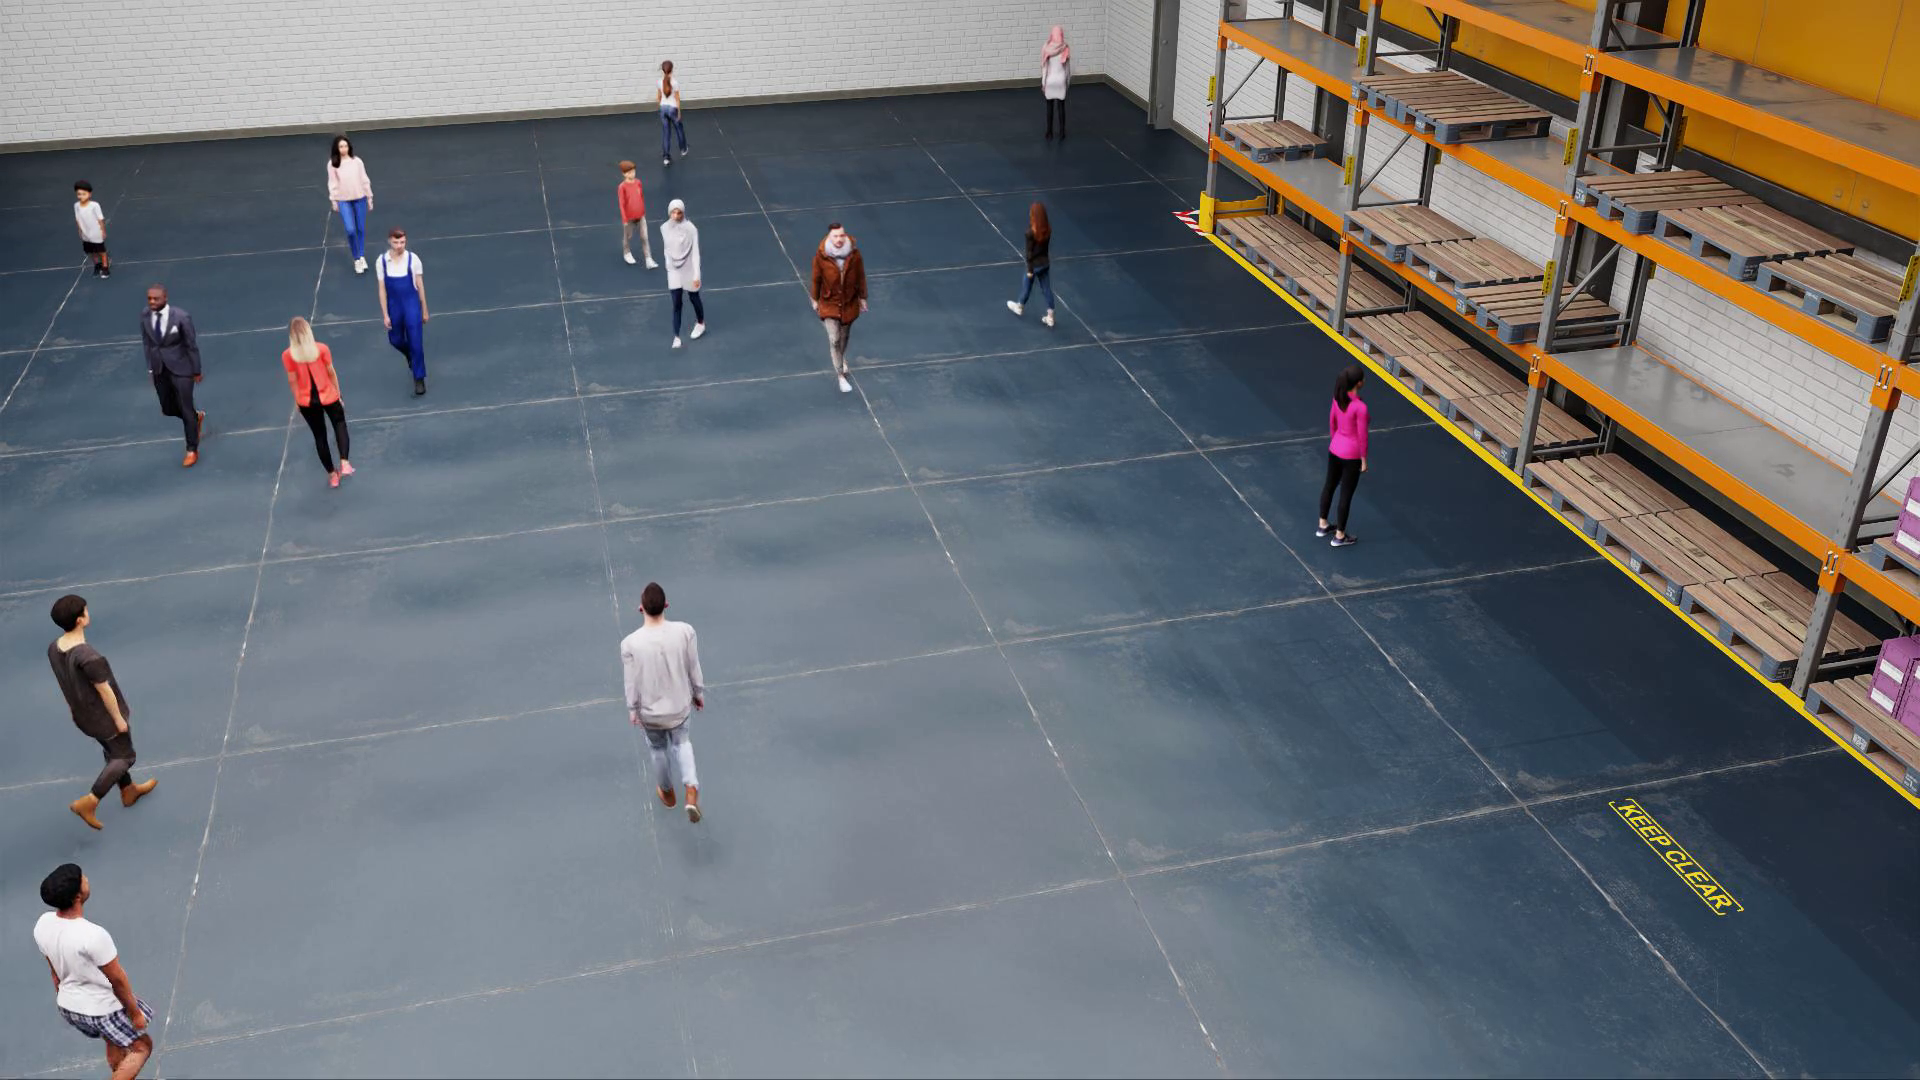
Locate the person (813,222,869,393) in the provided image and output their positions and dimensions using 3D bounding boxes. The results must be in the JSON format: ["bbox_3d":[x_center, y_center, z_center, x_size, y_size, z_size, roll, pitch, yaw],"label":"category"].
[{"bbox_3d":[-1.323,-2.568,18.015,0.795,1.796,1.150,-11,30,-19],"label":"person"}]

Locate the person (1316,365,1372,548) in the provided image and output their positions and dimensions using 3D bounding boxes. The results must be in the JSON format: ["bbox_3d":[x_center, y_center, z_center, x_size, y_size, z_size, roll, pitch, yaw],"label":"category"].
[{"bbox_3d":[3.424,-0.768,14.815,0.715,1.700,0.583,-14,32,-25],"label":"person"}]

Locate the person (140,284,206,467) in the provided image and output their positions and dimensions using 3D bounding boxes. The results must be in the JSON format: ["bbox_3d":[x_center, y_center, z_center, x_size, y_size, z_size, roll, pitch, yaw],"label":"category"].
[{"bbox_3d":[-7.713,-1.682,16.383,0.892,1.804,1.053,3,29,5],"label":"person"}]

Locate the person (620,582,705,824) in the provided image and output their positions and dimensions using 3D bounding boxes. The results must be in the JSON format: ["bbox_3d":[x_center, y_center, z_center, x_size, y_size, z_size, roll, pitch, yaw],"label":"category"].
[{"bbox_3d":[-1.969,1.129,11.204,0.775,1.829,0.984,-12,31,-21],"label":"person"}]

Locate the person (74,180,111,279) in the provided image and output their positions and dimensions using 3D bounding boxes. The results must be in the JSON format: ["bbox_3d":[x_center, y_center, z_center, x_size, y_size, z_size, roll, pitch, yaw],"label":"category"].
[{"bbox_3d":[-11.017,-3.962,21.141,0.529,1.250,0.519,-2,29,-5],"label":"person"}]

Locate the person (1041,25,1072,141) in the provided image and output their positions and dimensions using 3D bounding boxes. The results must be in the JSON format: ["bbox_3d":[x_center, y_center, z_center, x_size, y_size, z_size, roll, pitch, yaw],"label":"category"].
[{"bbox_3d":[1.546,-7.371,26.813,0.676,1.803,0.643,-2,29,-4],"label":"person"}]

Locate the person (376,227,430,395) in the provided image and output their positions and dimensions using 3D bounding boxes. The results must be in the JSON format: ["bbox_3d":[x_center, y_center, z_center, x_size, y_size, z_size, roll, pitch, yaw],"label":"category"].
[{"bbox_3d":[-5.961,-2.501,17.848,0.650,1.838,0.976,-5,29,-8],"label":"person"}]

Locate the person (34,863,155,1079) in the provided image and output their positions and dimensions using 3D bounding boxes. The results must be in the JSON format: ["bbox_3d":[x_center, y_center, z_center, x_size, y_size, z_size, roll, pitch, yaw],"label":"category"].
[{"bbox_3d":[-4.623,2.500,8.806,0.897,1.717,0.975,12,31,21],"label":"person"}]

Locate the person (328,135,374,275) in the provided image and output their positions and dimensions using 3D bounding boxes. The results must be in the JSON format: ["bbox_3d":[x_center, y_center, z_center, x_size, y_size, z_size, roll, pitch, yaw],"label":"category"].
[{"bbox_3d":[-7.797,-4.325,21.279,0.755,1.755,0.784,-15,32,-25],"label":"person"}]

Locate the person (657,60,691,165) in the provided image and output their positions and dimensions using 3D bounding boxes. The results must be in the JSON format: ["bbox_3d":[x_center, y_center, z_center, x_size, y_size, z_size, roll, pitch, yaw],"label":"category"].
[{"bbox_3d":[-4.502,-6.575,25.649,0.873,1.521,1.115,6,29,11],"label":"person"}]

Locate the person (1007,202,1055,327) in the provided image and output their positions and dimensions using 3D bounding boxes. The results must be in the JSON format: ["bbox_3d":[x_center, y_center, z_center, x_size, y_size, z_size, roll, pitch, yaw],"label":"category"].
[{"bbox_3d":[0.964,-3.209,19.564,0.824,1.438,1.044,-21,35,-34],"label":"person"}]

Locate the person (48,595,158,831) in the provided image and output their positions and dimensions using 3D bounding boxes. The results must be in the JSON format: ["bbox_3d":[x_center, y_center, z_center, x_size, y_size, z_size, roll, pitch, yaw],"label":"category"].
[{"bbox_3d":[-5.884,1.186,11.236,0.943,1.697,0.990,17,33,28],"label":"person"}]

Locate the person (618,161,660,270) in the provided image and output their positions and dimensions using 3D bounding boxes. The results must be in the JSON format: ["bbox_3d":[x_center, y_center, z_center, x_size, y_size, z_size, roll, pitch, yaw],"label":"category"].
[{"bbox_3d":[-4.243,-4.188,21.416,0.794,1.382,1.018,-22,35,-34],"label":"person"}]

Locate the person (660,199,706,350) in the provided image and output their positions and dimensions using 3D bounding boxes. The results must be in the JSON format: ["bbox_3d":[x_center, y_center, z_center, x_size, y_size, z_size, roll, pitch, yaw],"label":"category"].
[{"bbox_3d":[-3.130,-3.086,19.024,0.959,1.740,1.179,9,30,16],"label":"person"}]

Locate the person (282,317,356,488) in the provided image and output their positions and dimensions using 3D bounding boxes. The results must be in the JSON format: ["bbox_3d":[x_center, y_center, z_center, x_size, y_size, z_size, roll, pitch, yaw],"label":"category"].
[{"bbox_3d":[-6.089,-1.266,15.753,0.623,1.676,0.603,-7,29,-12],"label":"person"}]
